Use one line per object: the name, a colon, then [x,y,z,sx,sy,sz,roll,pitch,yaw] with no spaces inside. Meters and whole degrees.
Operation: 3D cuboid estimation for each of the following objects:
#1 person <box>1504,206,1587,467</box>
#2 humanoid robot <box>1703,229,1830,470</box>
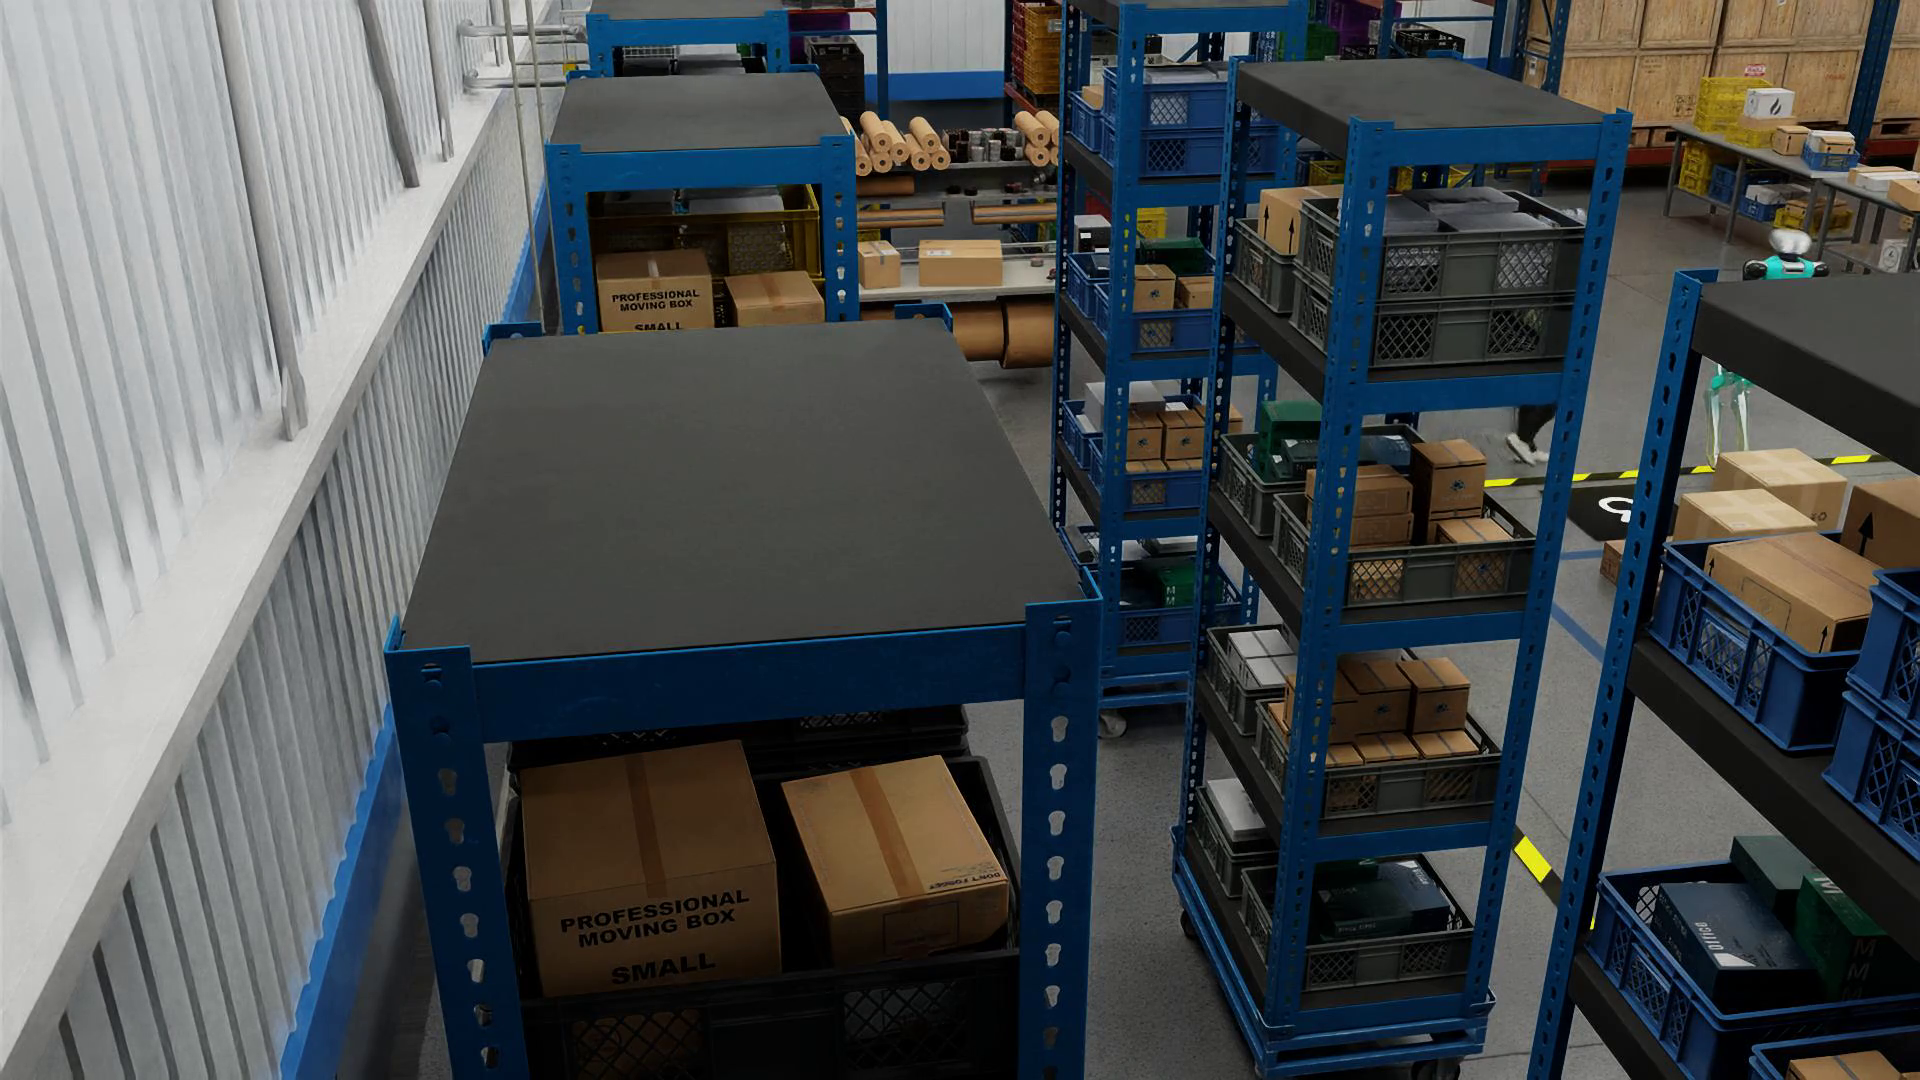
person: [4.055,-1.371,11.397,0.445,1.841,0.588,-6,25,-12]
humanoid robot: [5.346,-1.308,11.231,0.533,1.671,0.735,1,25,1]
